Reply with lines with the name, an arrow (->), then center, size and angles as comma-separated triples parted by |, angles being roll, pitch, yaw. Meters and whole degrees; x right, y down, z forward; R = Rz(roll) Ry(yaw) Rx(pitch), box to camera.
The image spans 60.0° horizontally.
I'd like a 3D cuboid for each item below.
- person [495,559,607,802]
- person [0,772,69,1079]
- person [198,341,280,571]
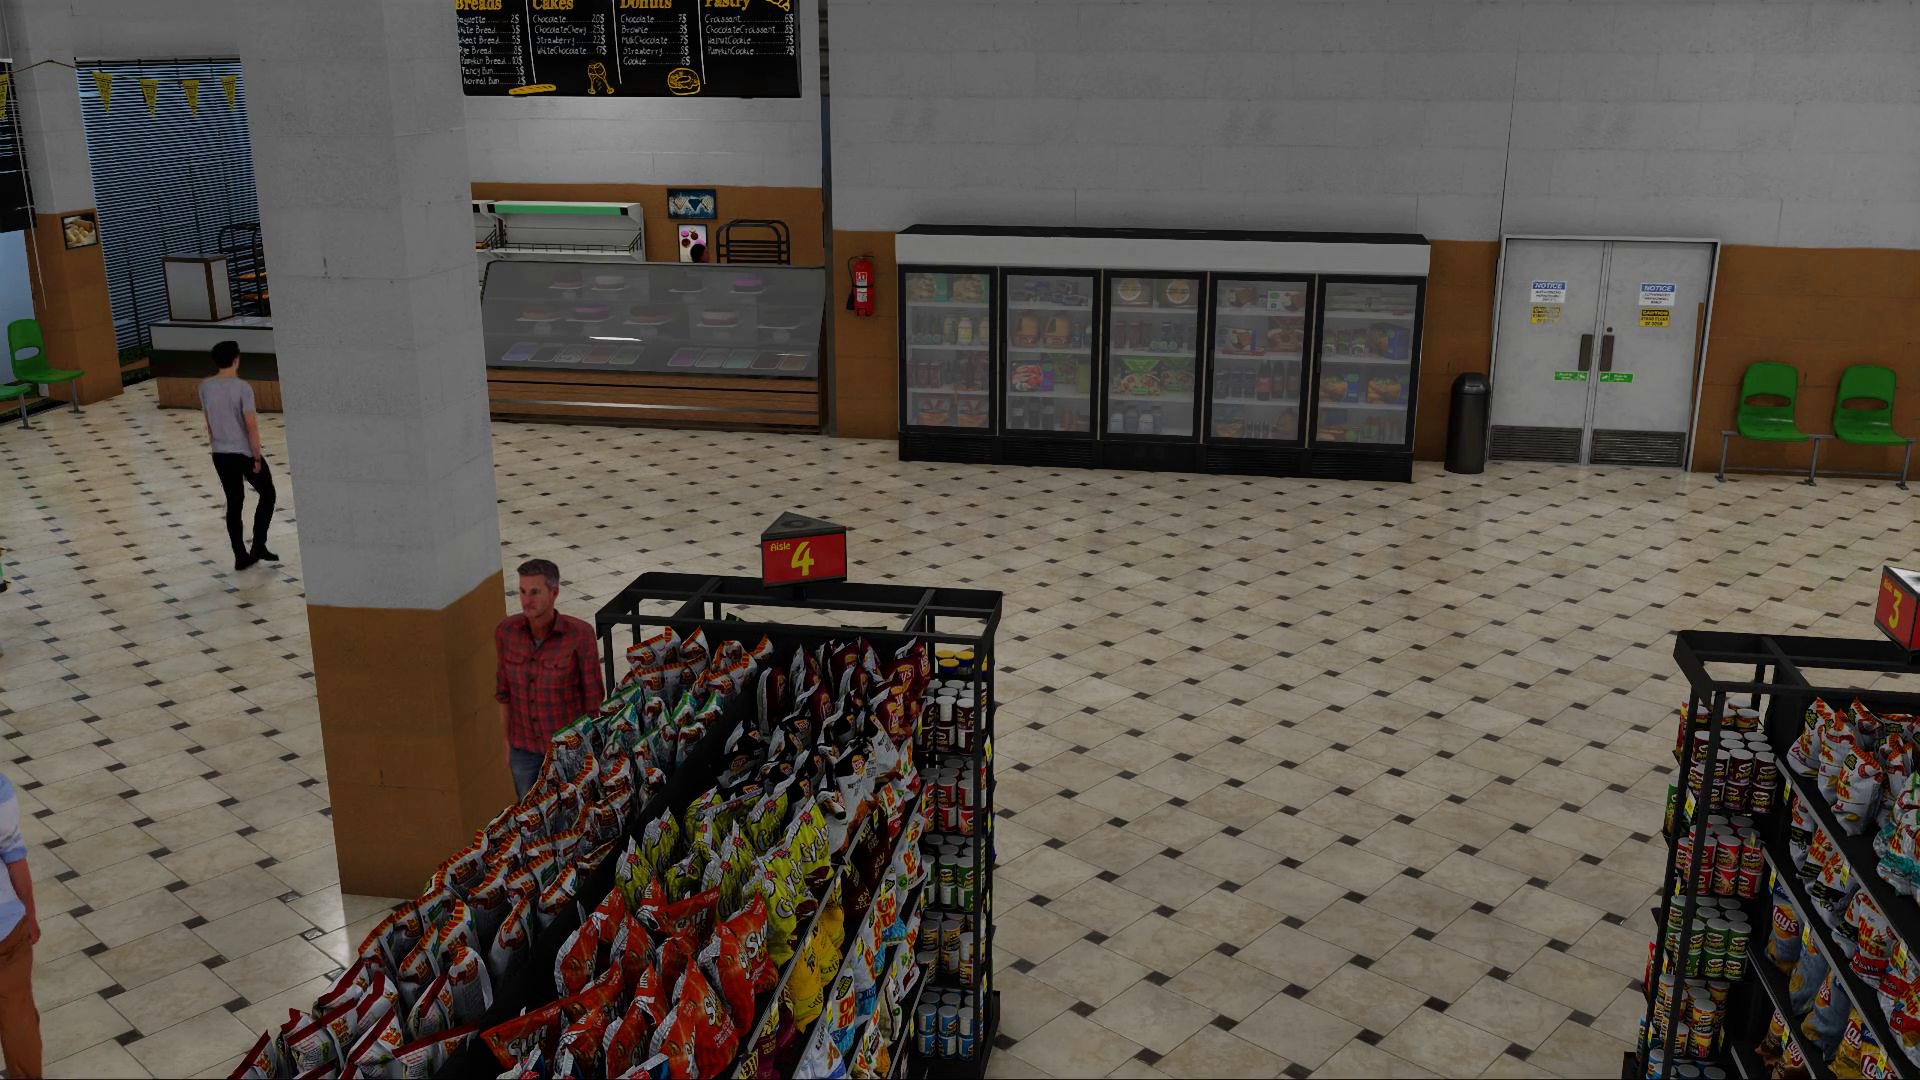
person -> -1.979, 0.957, 8.057 | 0.676, 1.830, 0.536 | 3, 17, 8
person -> -3.835, 1.445, 6.454 | 0.733, 1.828, 0.672 | -1, 17, -3
person -> -5.838, -0.648, 13.304 | 0.660, 1.853, 0.590 | 3, 17, 9
